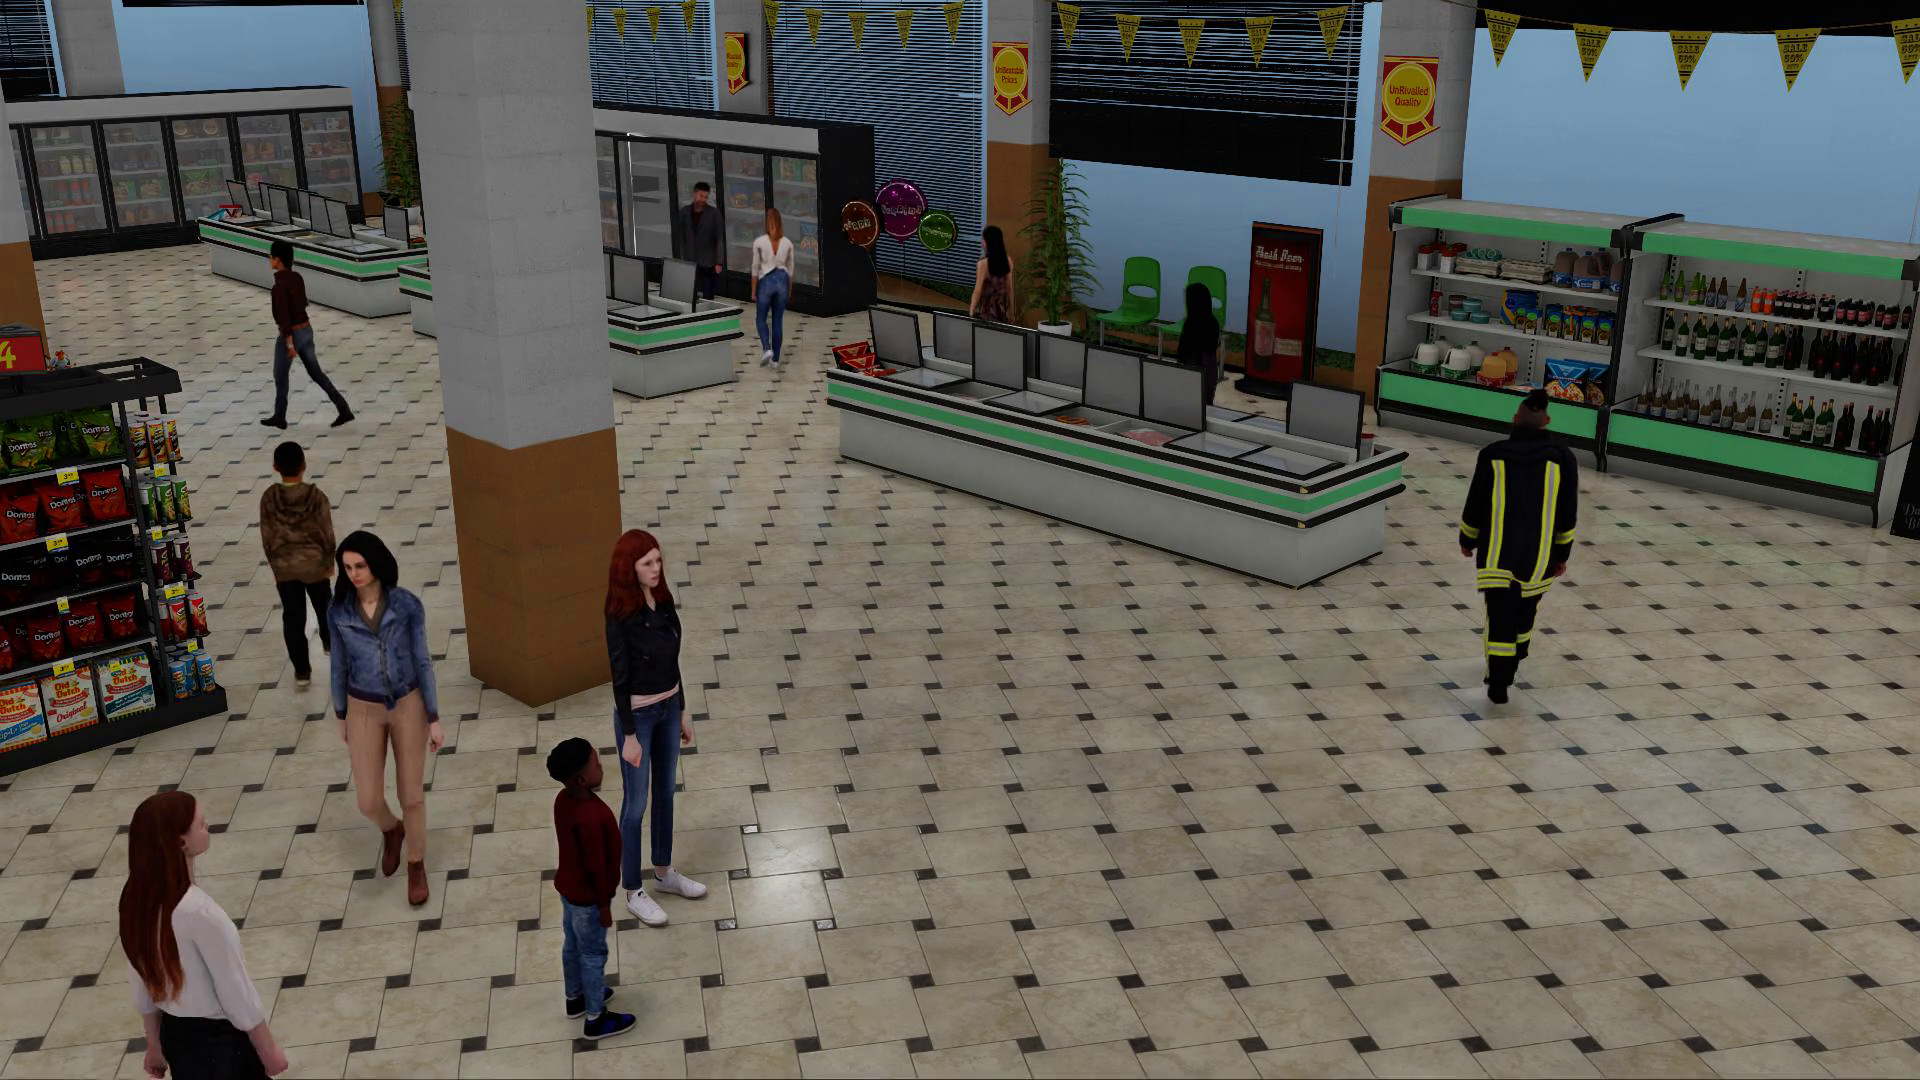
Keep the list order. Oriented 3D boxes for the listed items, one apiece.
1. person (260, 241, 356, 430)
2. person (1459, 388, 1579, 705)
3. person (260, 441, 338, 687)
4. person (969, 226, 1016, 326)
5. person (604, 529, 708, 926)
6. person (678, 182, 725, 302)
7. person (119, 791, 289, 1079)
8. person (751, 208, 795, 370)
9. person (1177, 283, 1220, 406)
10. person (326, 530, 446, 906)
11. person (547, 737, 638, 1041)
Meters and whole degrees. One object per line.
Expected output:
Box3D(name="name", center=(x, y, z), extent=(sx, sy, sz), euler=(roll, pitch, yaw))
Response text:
Box3D(name="person", center=(-6.000, -1.835, 15.261), extent=(1.240, 1.741, 1.068), euler=(3, 19, 10))
Box3D(name="person", center=(3.179, 0.069, 9.495), extent=(1.217, 1.815, 1.203), euler=(4, 19, 11))
Box3D(name="person", center=(-3.906, 0.169, 9.818), extent=(0.840, 1.421, 1.028), euler=(-6, 20, -17))
Box3D(name="person", center=(0.379, -2.135, 16.143), extent=(0.680, 1.745, 0.979), euler=(-15, 23, -37))
Box3D(name="person", center=(-1.376, 0.807, 7.347), extent=(0.619, 1.790, 0.623), euler=(11, 22, 30))
Box3D(name="person", center=(-2.993, -3.191, 19.145), extent=(0.840, 1.828, 0.924), euler=(7, 20, 19))
Box3D(name="person", center=(-2.356, 1.628, 5.025), extent=(1.111, 1.719, 0.720), euler=(15, 24, 38))
Box3D(name="person", center=(-1.974, -2.657, 17.735), extent=(0.801, 1.717, 0.859), euler=(-7, 20, -21))
Box3D(name="person", center=(2.055, -1.355, 14.053), extent=(0.603, 1.603, 0.749), euler=(-17, 25, -41))
Box3D(name="person", center=(-2.562, 0.773, 7.491), extent=(0.789, 1.763, 0.845), euler=(-4, 19, -11))
Box3D(name="person", center=(-1.481, 1.362, 6.539), extent=(0.600, 1.255, 0.489), euler=(-11, 21, -29))
